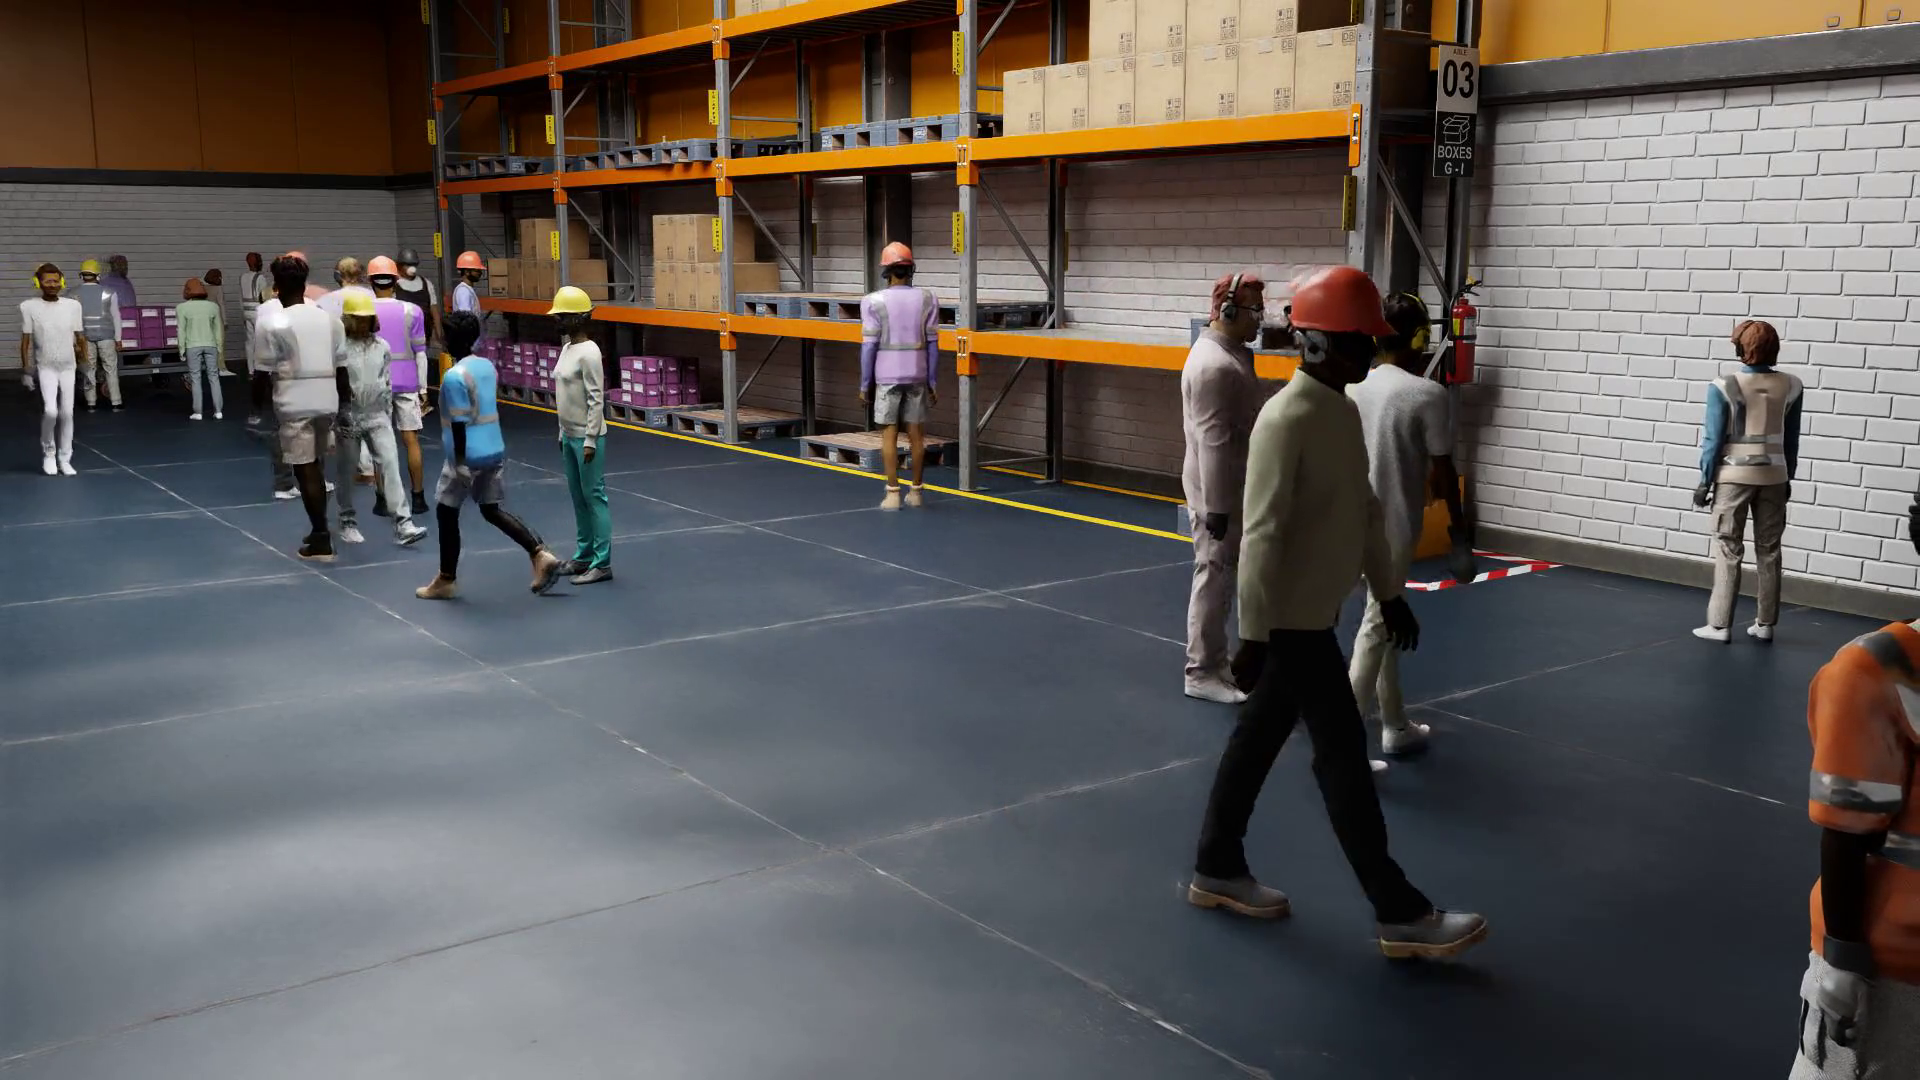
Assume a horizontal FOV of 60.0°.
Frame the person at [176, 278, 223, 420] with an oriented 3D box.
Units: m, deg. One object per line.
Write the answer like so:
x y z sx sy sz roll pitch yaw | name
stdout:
-8.747 -2.197 19.168 0.494 1.623 0.290 -9 14 -42 | person

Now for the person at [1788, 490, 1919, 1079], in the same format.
1.633 0.689 2.791 0.532 1.698 0.319 -4 11 -21 | person

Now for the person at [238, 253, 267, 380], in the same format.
-10.386 -3.290 24.559 0.574 1.882 0.358 6 12 31 | person

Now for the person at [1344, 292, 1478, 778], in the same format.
1.698 -0.011 6.319 0.834 1.832 0.531 -7 12 -33 | person

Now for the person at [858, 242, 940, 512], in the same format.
-0.463 -1.219 12.627 0.630 2.037 0.561 -4 11 -20 | person

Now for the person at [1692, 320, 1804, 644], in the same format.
3.980 -0.284 8.403 0.527 1.636 0.311 -1 10 -6 | person

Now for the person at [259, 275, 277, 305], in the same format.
-8.091 -2.439 20.080 0.636 1.792 0.996 -3 11 -16 | person

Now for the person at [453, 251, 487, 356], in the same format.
-5.124 -2.050 17.460 0.377 1.936 0.549 -3 11 -17 | person

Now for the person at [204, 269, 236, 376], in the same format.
-11.372 -3.324 25.447 0.498 1.633 0.284 7 12 34 | person

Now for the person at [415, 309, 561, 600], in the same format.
-2.705 -0.480 9.430 0.754 1.663 0.531 2 10 11 | person

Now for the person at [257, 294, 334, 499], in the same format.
-5.338 -1.273 13.278 0.609 1.873 0.659 2 10 12 | person

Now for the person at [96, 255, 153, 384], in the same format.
-11.978 -3.135 23.782 1.017 1.852 0.666 1 10 4 | person

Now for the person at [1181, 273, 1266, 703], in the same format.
1.180 -0.224 7.368 0.401 1.894 0.653 2 10 13 | person

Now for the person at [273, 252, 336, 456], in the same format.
-6.284 -1.784 15.976 0.633 1.935 1.042 -9 14 -42 | person

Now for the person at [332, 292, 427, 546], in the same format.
-3.928 -0.785 11.027 0.895 1.691 0.511 9 14 42 | person

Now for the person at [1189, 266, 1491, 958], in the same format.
1.102 0.206 4.767 0.982 1.943 0.634 5 11 26 | person

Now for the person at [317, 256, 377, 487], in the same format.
-5.147 -1.422 14.020 0.653 1.901 0.906 -9 14 -42 | person

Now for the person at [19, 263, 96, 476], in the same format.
-7.841 -1.474 14.470 0.425 1.852 0.530 9 14 42 | person

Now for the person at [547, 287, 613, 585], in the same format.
-2.281 -0.621 9.941 0.315 1.769 0.525 -7 12 -33 | person

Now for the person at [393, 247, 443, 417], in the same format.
-6.439 -2.475 19.550 0.695 2.000 1.045 -10 14 -44 | person

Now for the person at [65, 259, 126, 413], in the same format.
-10.360 -2.441 19.942 0.591 1.834 0.404 -3 11 -16 | person

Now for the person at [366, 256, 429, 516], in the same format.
-4.240 -1.139 12.385 0.542 1.929 0.368 -4 11 -20 | person

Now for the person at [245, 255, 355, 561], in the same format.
-4.258 -0.840 10.653 0.664 1.939 0.624 6 12 28 | person
